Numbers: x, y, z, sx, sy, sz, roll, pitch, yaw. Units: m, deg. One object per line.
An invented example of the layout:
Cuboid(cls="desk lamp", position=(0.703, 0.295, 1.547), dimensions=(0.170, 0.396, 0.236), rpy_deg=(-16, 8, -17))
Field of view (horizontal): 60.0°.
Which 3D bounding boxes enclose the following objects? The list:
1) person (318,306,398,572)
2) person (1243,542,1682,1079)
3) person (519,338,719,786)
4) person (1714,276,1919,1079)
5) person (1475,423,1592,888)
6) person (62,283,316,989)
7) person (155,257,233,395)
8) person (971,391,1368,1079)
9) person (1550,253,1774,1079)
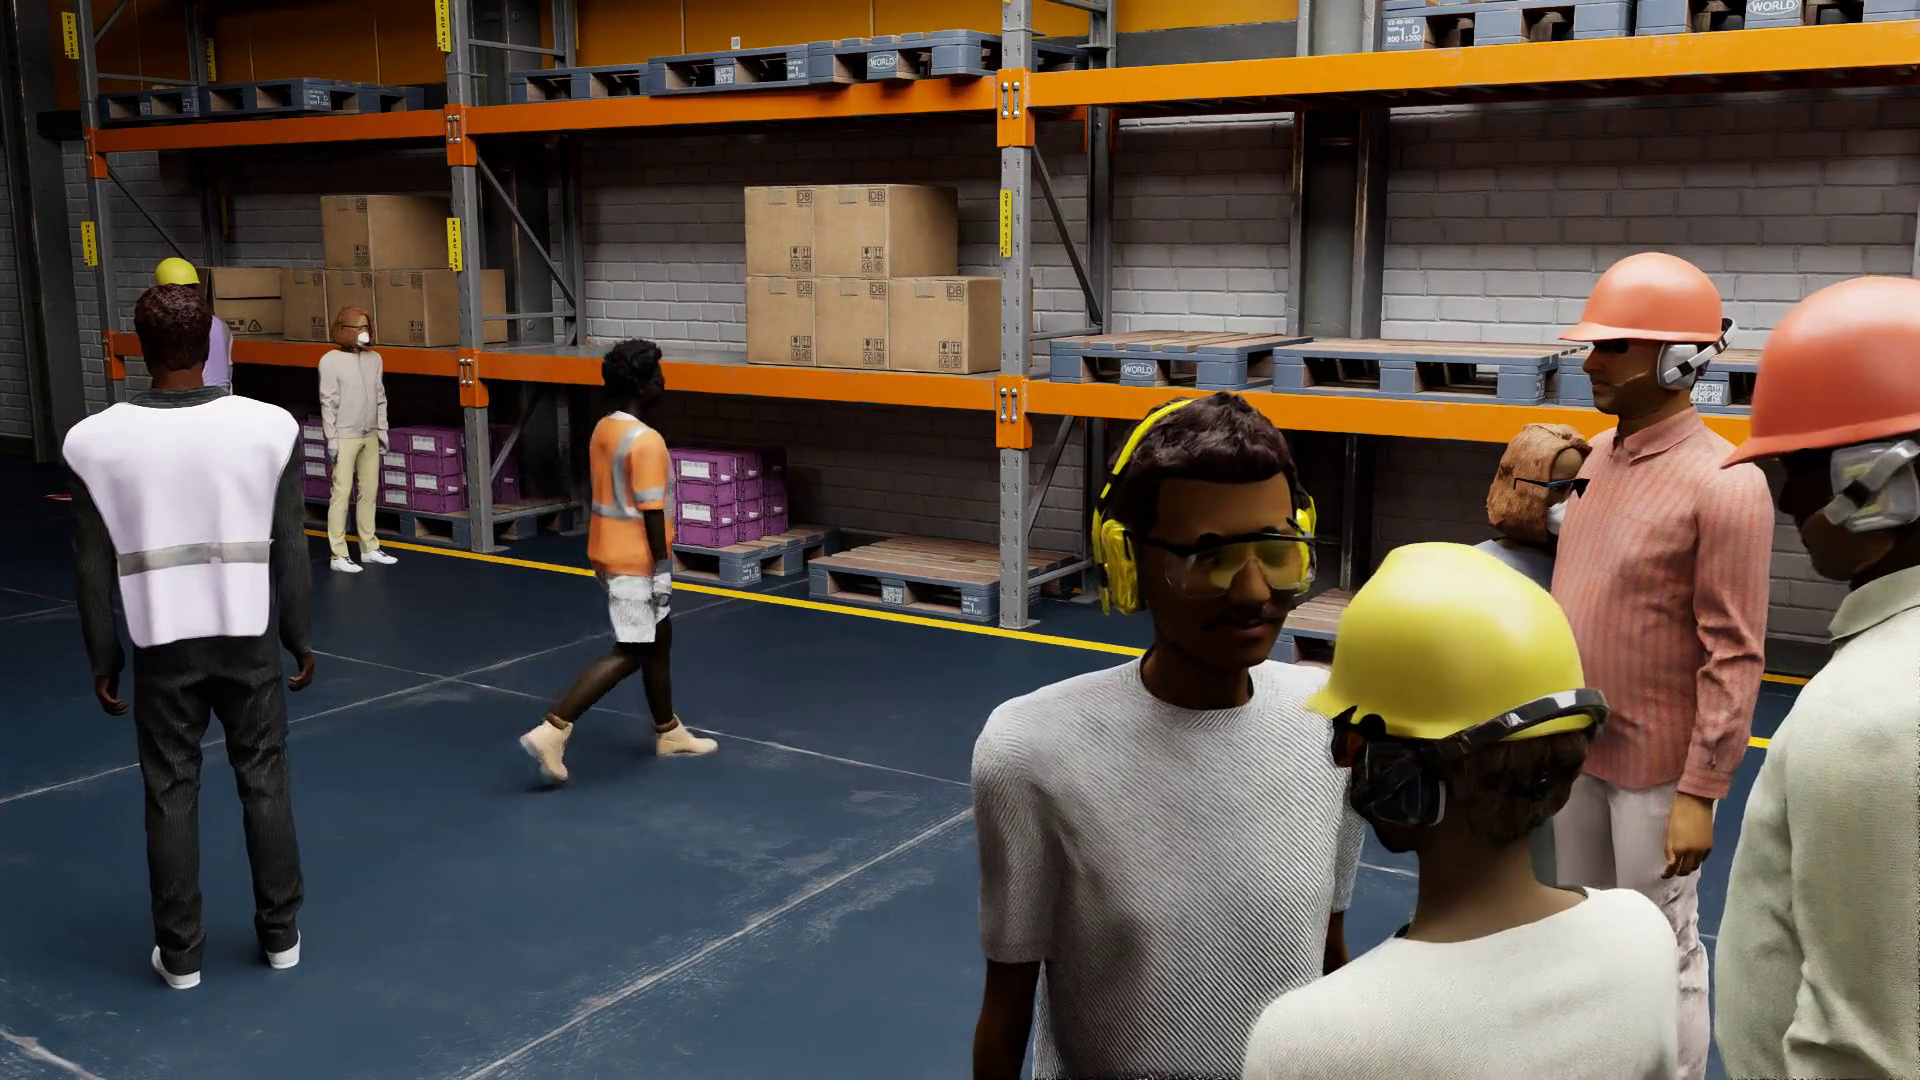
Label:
Cuboid(cls="person", position=(-3.710, -0.619, 10.219), dimensions=(0.285, 1.626, 0.494), rpy_deg=(5, 11, 24))
Cuboid(cls="person", position=(0.438, 0.876, 1.567), dimensions=(0.527, 1.760, 0.339), rpy_deg=(-6, 12, -32))
Cuboid(cls="person", position=(-1.294, 0.083, 6.216), dimensions=(0.768, 1.673, 0.539), rpy_deg=(-6, 12, -29))
Cuboid(cls="person", position=(1.006, 0.705, 1.879), dimensions=(0.617, 1.981, 0.407), rpy_deg=(-10, 14, -43))
Cuboid(cls="person", position=(1.260, 0.552, 3.701), dimensions=(0.500, 1.633, 0.284), rpy_deg=(-4, 11, -21))
Cuboid(cls="person", position=(-2.059, 0.269, 4.519), dimensions=(0.582, 1.911, 0.392), rpy_deg=(-5, 11, -24))
Cuboid(cls="person", position=(-4.335, -0.626, 9.425), dimensions=(0.383, 1.923, 0.589), rpy_deg=(2, 10, 11))
Cuboid(cls="person", position=(0.254, 0.763, 1.873), dimensions=(0.515, 1.872, 0.333), rpy_deg=(-4, 11, -21))
Cuboid(cls="person", position=(1.373, 0.420, 3.428), dimensions=(0.379, 1.996, 0.610), rpy_deg=(-2, 10, -10))
